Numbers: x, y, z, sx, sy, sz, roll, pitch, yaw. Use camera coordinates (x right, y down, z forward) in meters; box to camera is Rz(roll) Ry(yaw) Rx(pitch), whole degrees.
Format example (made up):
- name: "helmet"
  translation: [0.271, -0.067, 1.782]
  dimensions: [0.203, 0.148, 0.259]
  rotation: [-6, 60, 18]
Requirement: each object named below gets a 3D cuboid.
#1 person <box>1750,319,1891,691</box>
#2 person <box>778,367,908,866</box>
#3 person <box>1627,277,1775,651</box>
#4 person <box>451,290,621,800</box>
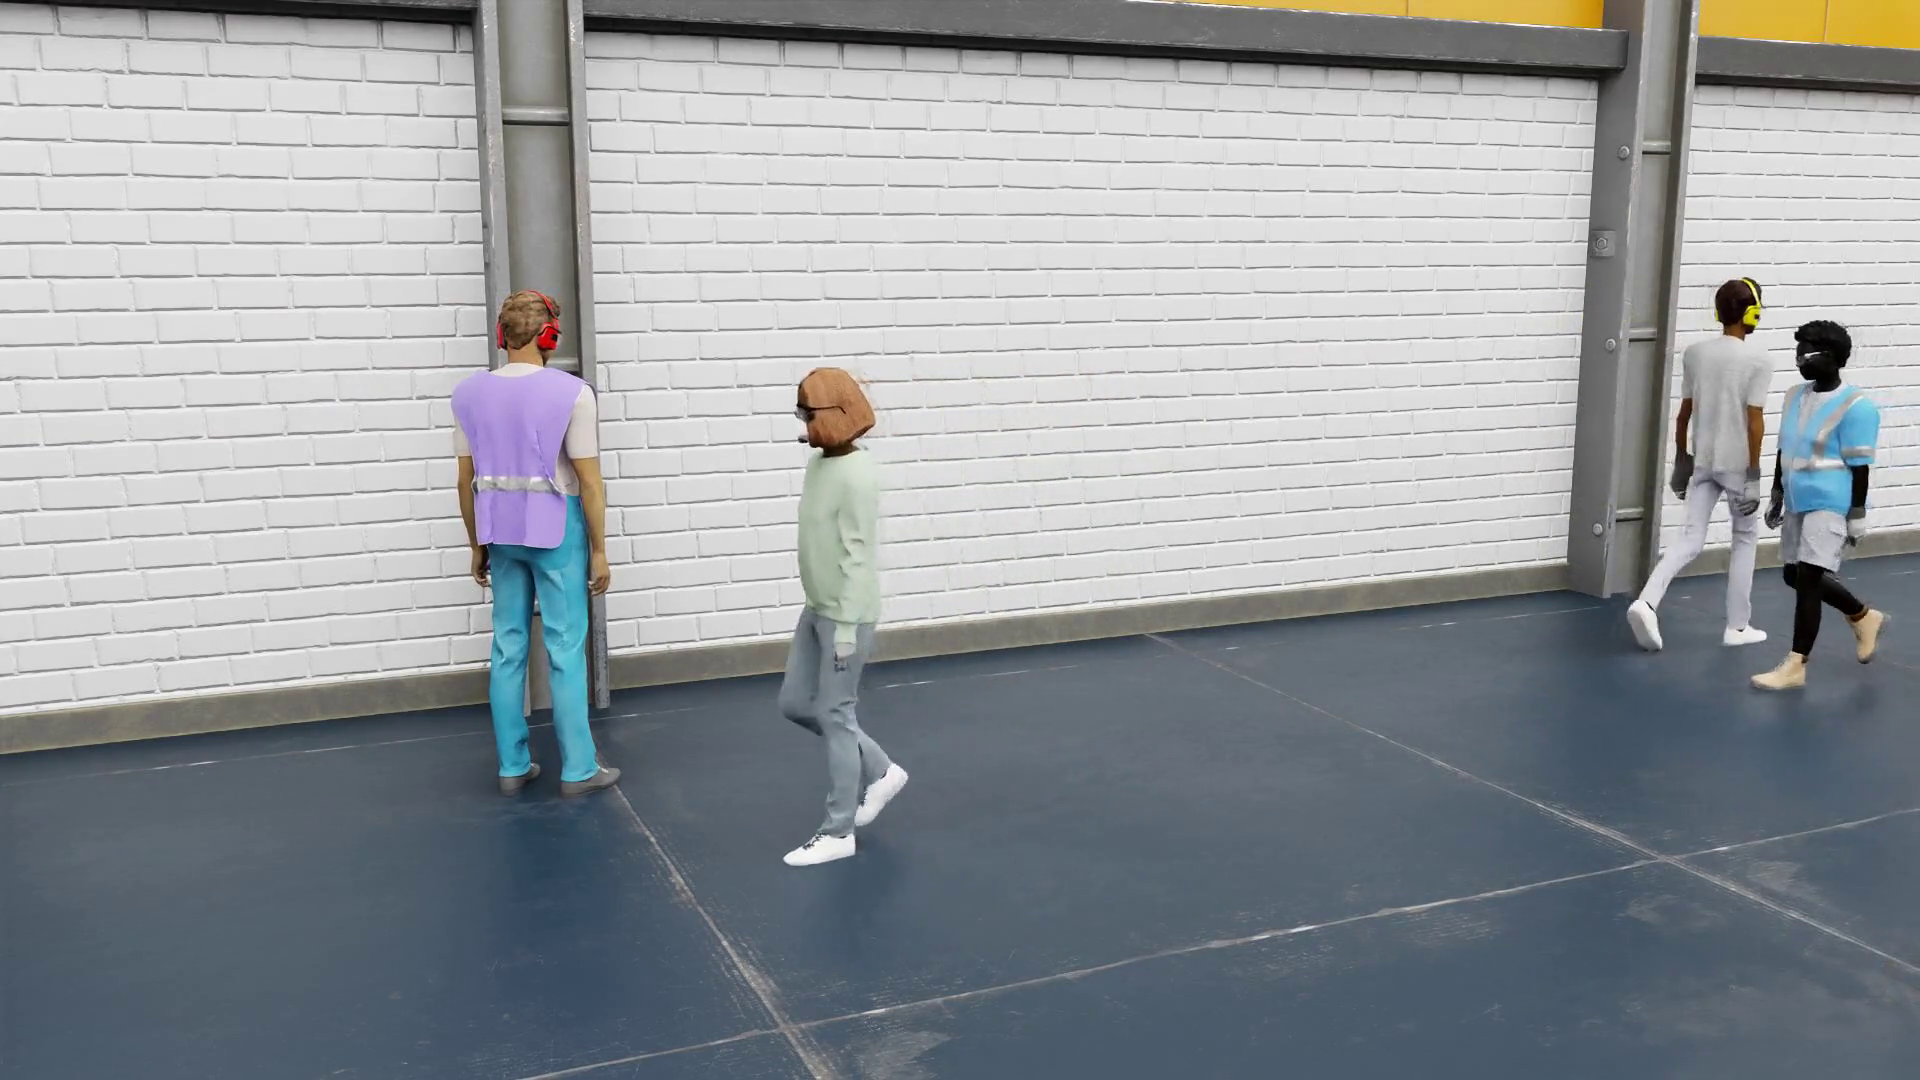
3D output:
- name: "person"
  translation: [3.929, -0.158, 7.471]
  dimensions: [0.671, 1.670, 0.536]
  rotation: [-2, 10, -9]
- name: "person"
  translation: [-0.385, 0.249, 5.381]
  dimensions: [0.395, 1.619, 0.510]
  rotation: [-5, 11, -25]
- name: "person"
  translation: [3.675, -0.358, 8.132]
  dimensions: [0.841, 1.847, 0.521]
  rotation: [-6, 12, -28]
- name: "person"
  translation: [-1.535, 0.031, 5.990]
  dimensions: [0.563, 1.838, 0.390]
  rotation: [3, 11, 14]
